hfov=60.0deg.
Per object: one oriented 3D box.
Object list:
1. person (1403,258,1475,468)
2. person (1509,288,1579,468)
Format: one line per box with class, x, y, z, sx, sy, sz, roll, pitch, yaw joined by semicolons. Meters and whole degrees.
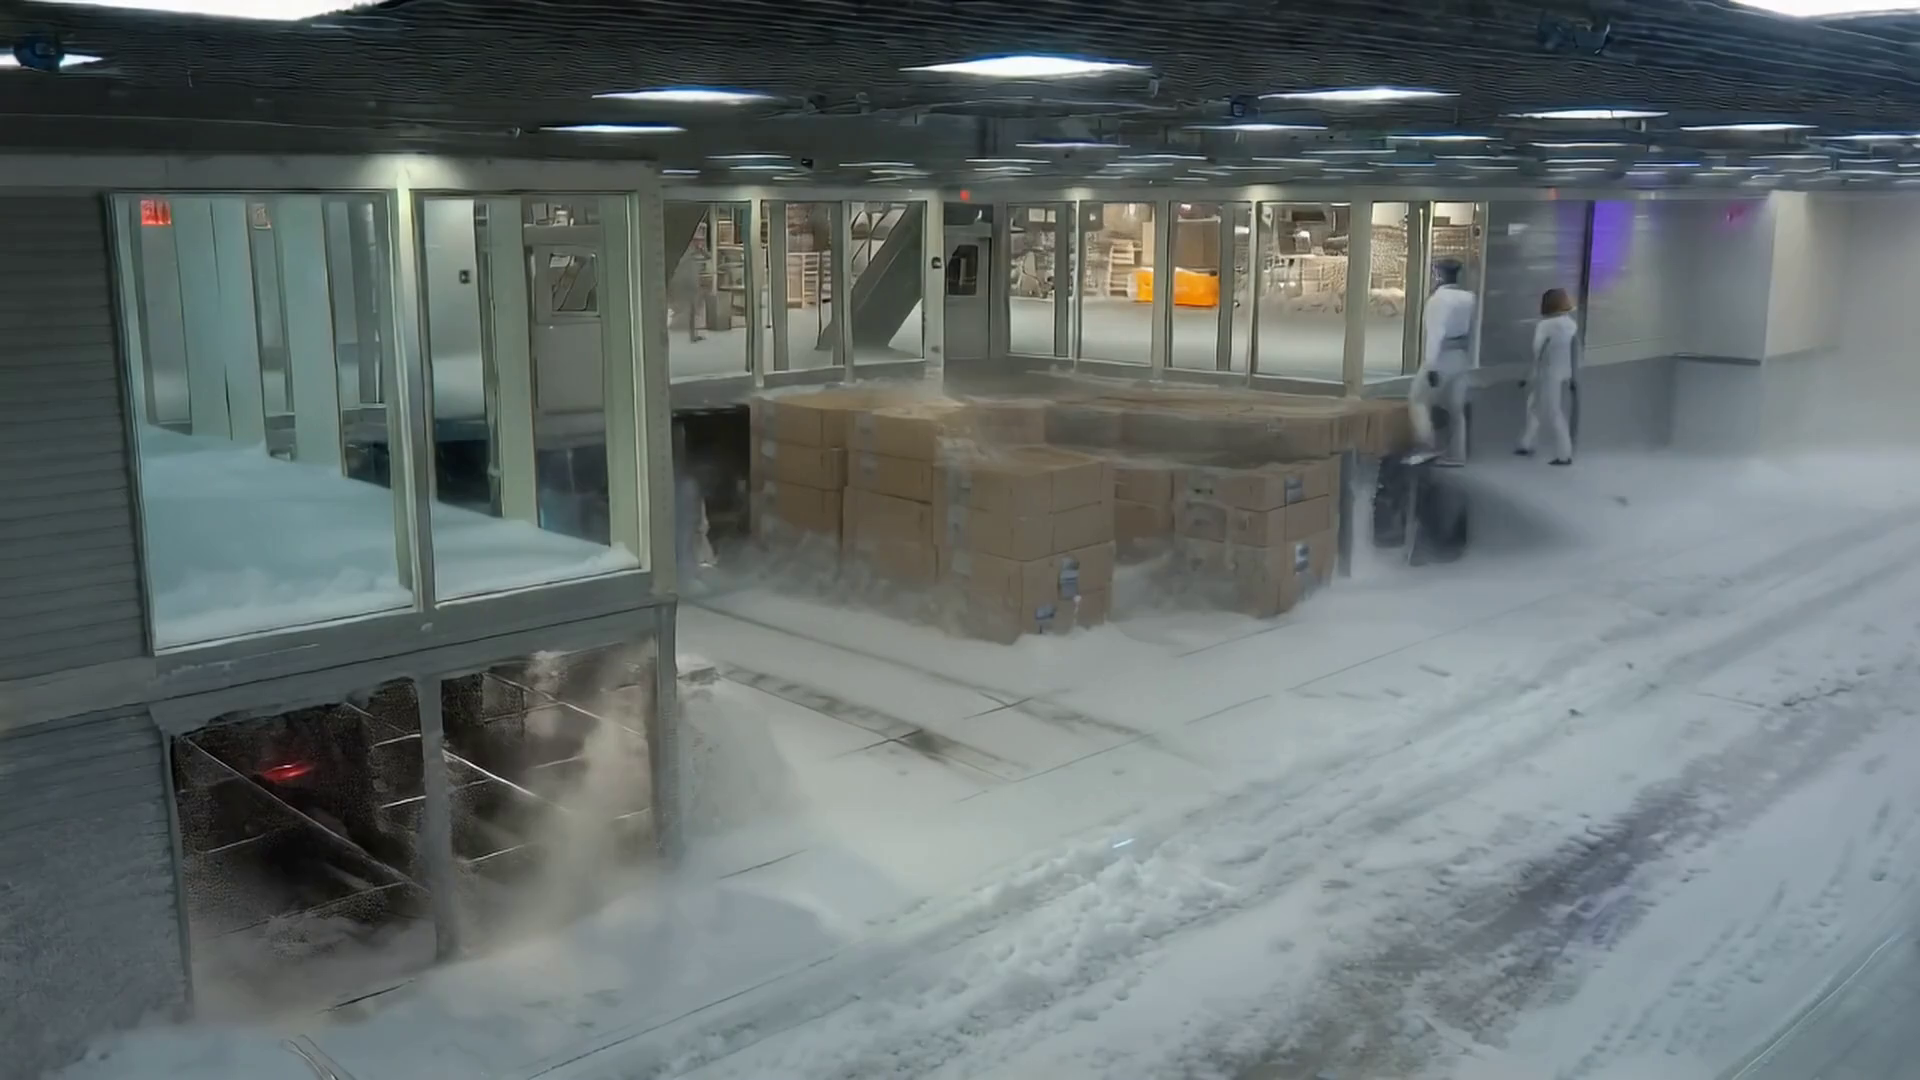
person;4.304;-1.587;14.975;0.635;1.881;0.614;-8;14;-35
person;5.299;-1.477;15.132;0.503;1.598;0.799;-9;14;-37
